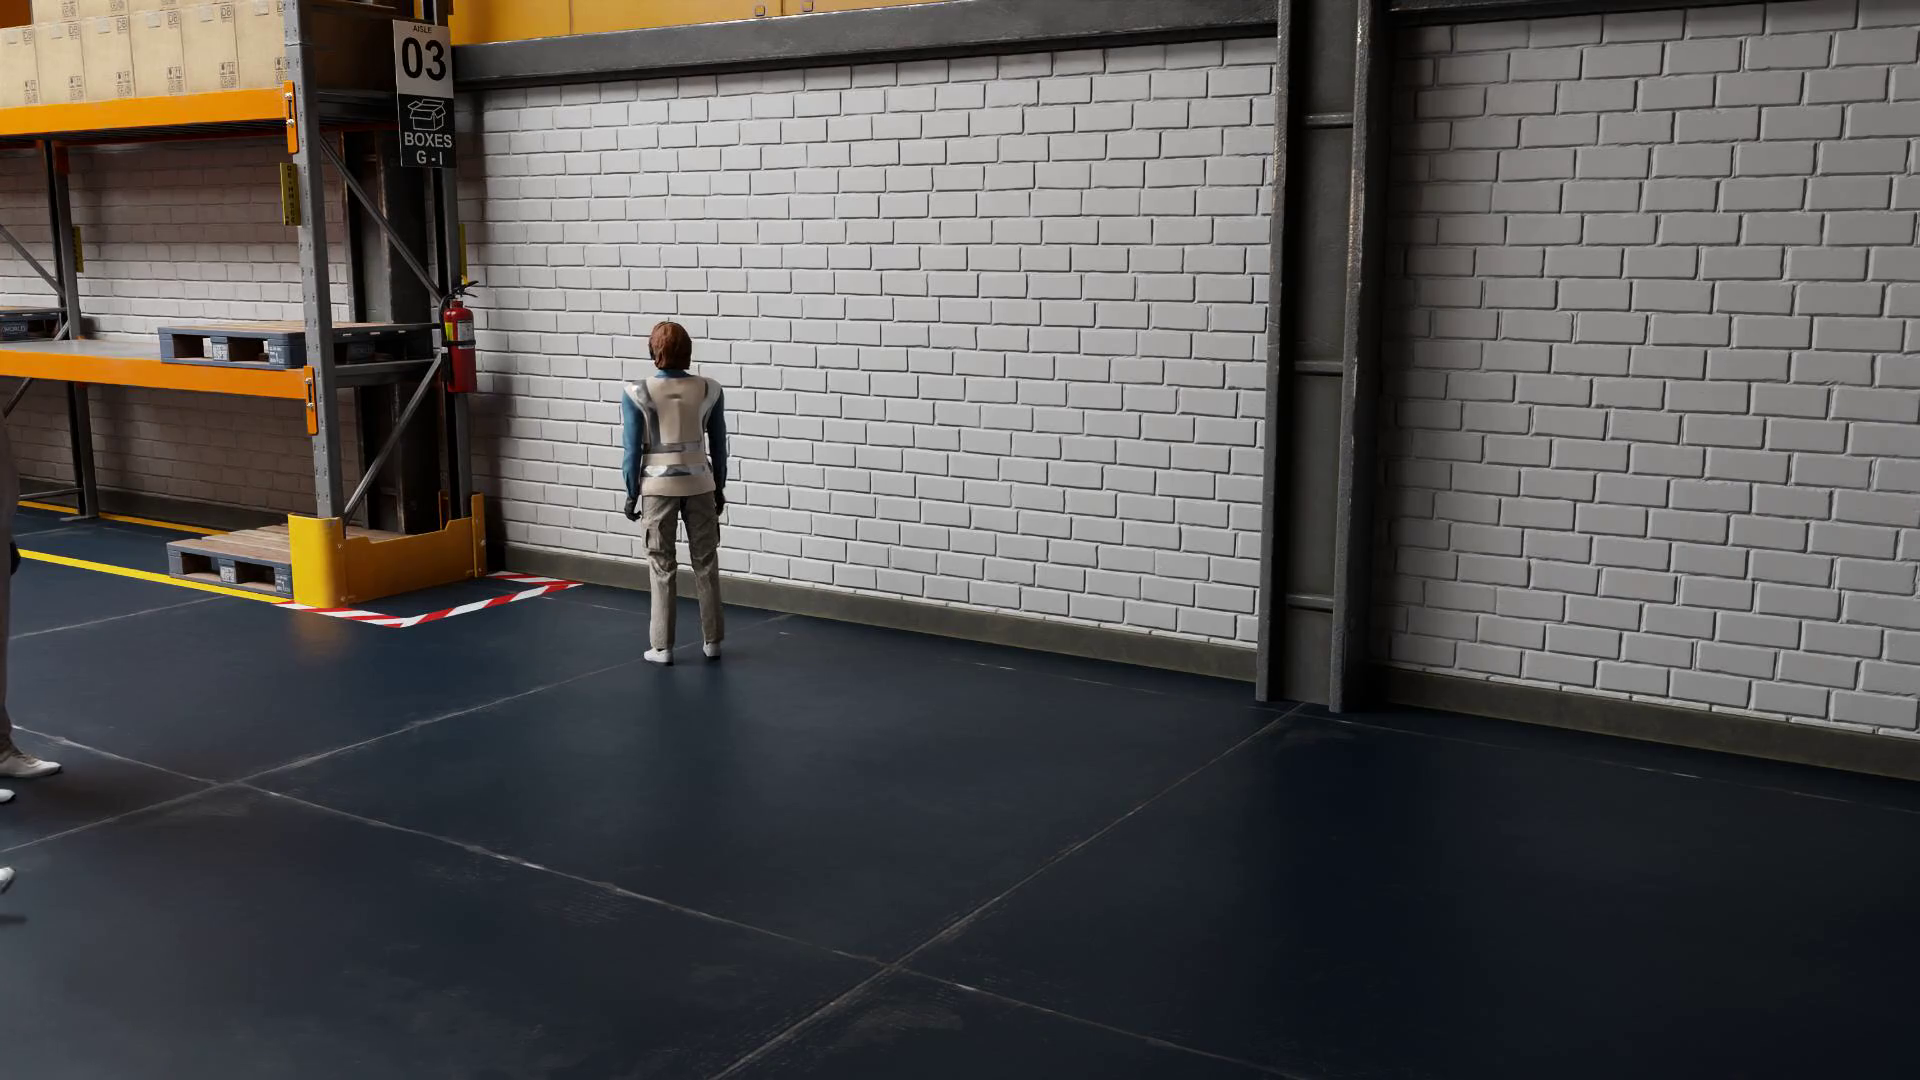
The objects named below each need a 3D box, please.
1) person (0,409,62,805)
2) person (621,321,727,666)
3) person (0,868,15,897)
[{"bbox_3d":[-3.586,0.014,5.974,0.401,1.894,0.653,-1,10,-6],"label":"person"},{"bbox_3d":[-1.355,-0.216,7.934,0.514,1.640,0.315,-5,11,-25],"label":"person"},{"bbox_3d":[-3.201,0.285,4.641,0.530,1.825,0.918,7,13,36],"label":"person"}]
